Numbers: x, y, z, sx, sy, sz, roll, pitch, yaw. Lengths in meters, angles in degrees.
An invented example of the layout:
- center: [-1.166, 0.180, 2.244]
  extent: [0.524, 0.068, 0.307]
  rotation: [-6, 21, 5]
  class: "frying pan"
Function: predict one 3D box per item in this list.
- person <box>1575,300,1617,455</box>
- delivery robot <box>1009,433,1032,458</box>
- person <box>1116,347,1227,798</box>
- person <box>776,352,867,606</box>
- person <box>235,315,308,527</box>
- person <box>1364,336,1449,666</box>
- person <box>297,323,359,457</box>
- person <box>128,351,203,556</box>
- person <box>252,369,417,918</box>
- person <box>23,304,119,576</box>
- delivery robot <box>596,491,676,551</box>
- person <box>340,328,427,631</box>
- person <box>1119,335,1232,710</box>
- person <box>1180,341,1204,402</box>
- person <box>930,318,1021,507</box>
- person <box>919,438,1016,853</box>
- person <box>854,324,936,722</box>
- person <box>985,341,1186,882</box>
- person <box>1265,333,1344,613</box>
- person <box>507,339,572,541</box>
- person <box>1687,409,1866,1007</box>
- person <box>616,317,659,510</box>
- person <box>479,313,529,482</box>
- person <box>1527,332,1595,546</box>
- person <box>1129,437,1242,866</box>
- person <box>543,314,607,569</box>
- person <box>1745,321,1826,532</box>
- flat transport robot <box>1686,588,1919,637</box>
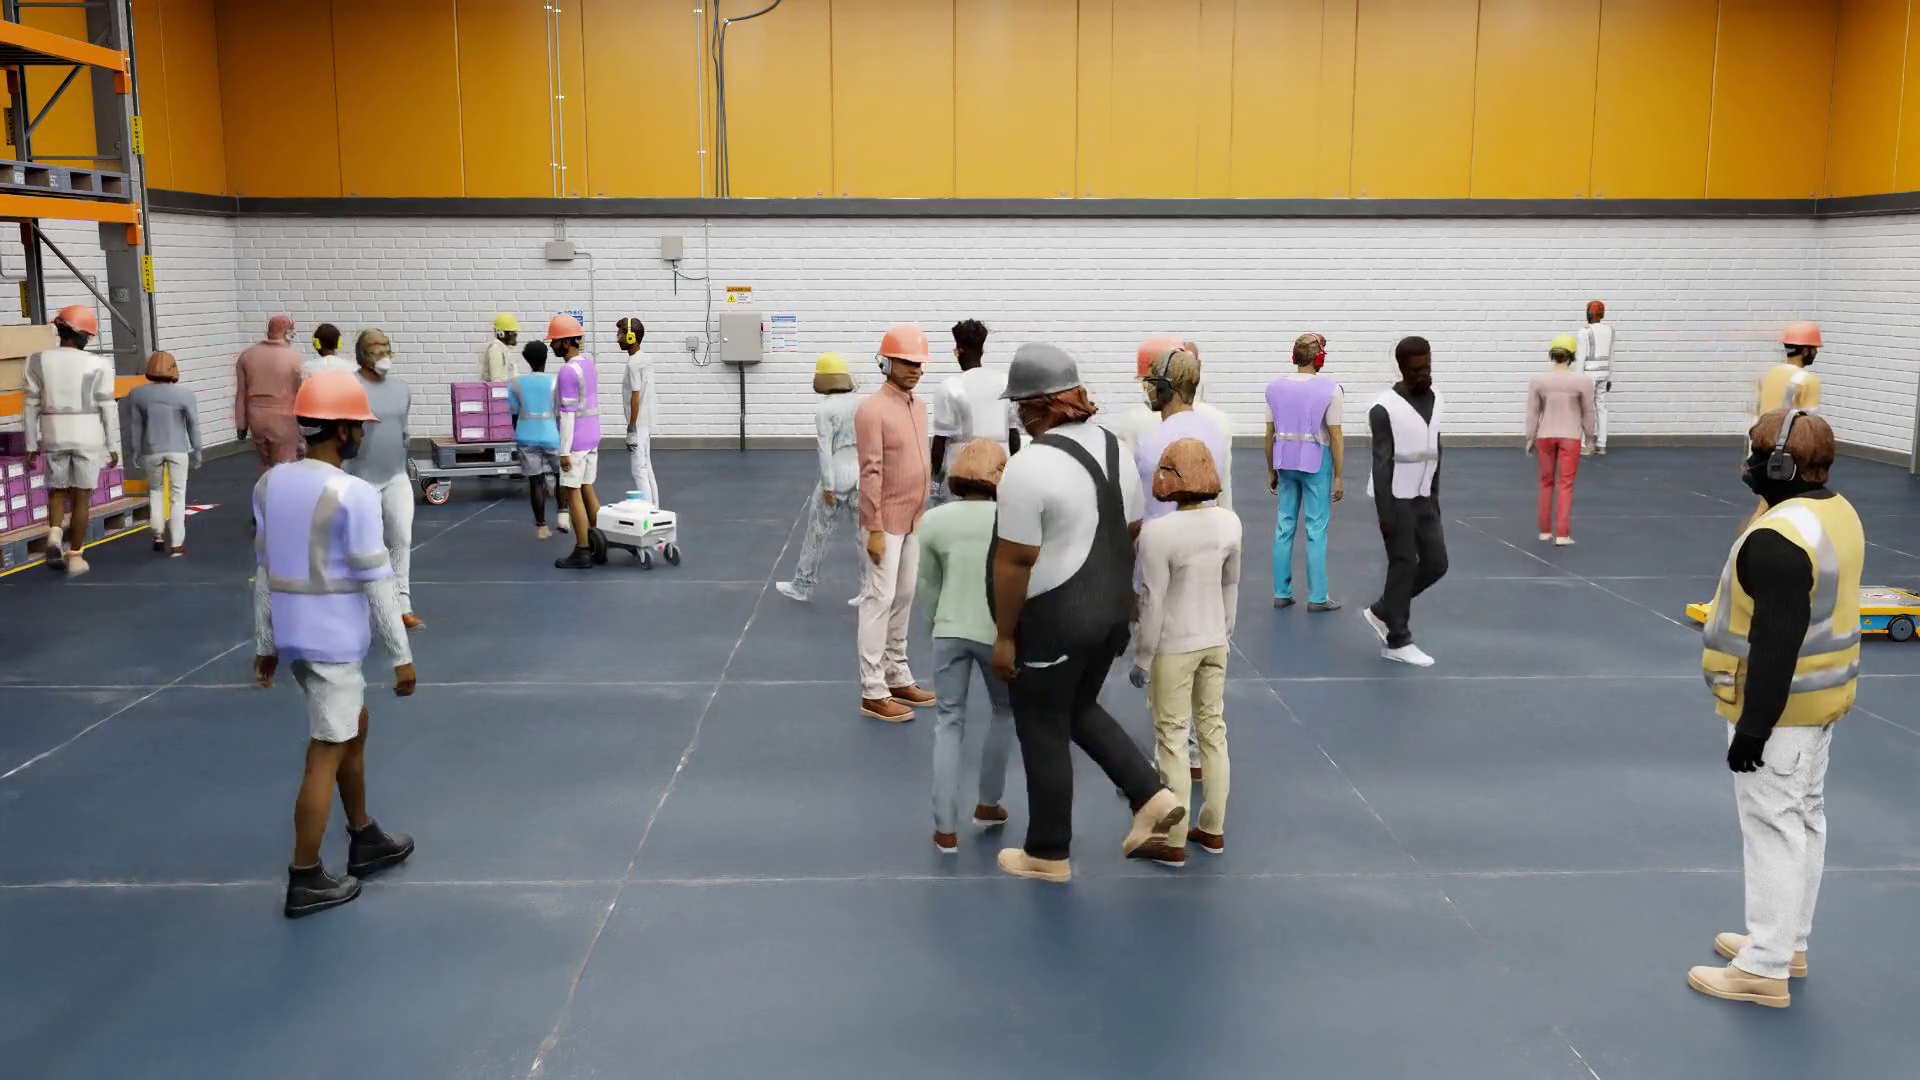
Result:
- center: [7.727, -1.974, 20.291]
  extent: [0.584, 1.882, 0.337]
  rotation: [-4, 10, -22]
  class: "person"
- center: [0.444, -1.065, 18.497]
  extent: [0.707, 0.478, 0.477]
  rotation: [-1, 9, -7]
  class: "delivery robot"
- center: [0.901, 0.152, 7.094]
  extent: [0.372, 1.940, 0.632]
  rotation: [6, 11, 31]
  class: "person"
- center: [-0.865, -0.404, 11.202]
  extent: [0.844, 1.706, 0.498]
  rotation: [8, 12, 39]
  class: "person"
- center: [-5.779, -0.966, 14.119]
  extent: [0.672, 1.882, 0.424]
  rotation: [2, 9, 12]
  class: "person"
- center: [2.542, -0.219, 9.490]
  extent: [0.630, 1.895, 0.455]
  rotation: [-8, 12, -40]
  class: "person"
- center: [-5.143, -0.867, 13.716]
  extent: [0.799, 1.830, 0.528]
  rotation: [8, 12, 41]
  class: "person"
- center: [-6.269, -0.678, 13.151]
  extent: [0.522, 1.618, 0.375]
  rotation: [-2, 10, -13]
  class: "person"
- center: [-2.172, 0.346, 5.972]
  extent: [0.585, 1.906, 0.789]
  rotation: [6, 11, 32]
  class: "person"
- center: [-6.517, -0.720, 12.208]
  extent: [0.631, 2.008, 0.529]
  rotation: [-2, 9, -12]
  class: "person"
- center: [-2.505, -0.131, 12.774]
  extent: [0.707, 0.478, 0.477]
  rotation: [8, 12, 40]
  class: "delivery robot"
- center: [-3.766, -0.378, 10.472]
  extent: [0.777, 1.915, 0.640]
  rotation: [5, 11, 30]
  class: "person"
- center: [1.067, -0.012, 8.059]
  extent: [0.620, 1.952, 0.837]
  rotation: [-5, 10, -26]
  class: "person"
- center: [2.093, -0.992, 15.072]
  extent: [0.658, 1.616, 0.523]
  rotation: [6, 11, 32]
  class: "person"
- center: [0.095, -0.439, 10.673]
  extent: [0.647, 1.951, 0.411]
  rotation: [-5, 11, -30]
  class: "person"
- center: [0.091, 0.403, 6.556]
  extent: [0.563, 1.594, 0.613]
  rotation: [3, 10, 18]
  class: "person"
- center: [-0.310, -0.094, 8.446]
  extent: [0.392, 1.990, 0.613]
  rotation: [4, 10, 26]
  class: "person"
- center: [0.405, 0.268, 6.066]
  extent: [0.685, 2.000, 0.702]
  rotation: [7, 12, 37]
  class: "person"
- center: [2.271, -0.441, 11.007]
  extent: [0.563, 1.847, 0.390]
  rotation: [7, 12, 39]
  class: "person"
- center: [-3.496, -0.825, 13.878]
  extent: [0.535, 1.677, 0.389]
  rotation: [-1, 9, -4]
  class: "person"
- center: [2.523, 0.516, 5.158]
  extent: [0.430, 1.845, 0.624]
  rotation: [8, 12, 41]
  class: "person"
- center: [-2.735, -0.950, 14.095]
  extent: [0.315, 1.860, 0.510]
  rotation: [0, 9, 0]
  class: "person"
- center: [-4.880, -1.509, 17.739]
  extent: [0.624, 1.796, 0.601]
  rotation: [-2, 9, -12]
  class: "person"
- center: [4.957, -0.837, 13.738]
  extent: [0.527, 1.769, 0.356]
  rotation: [7, 11, 36]
  class: "person"
- center: [0.857, 0.425, 6.351]
  extent: [0.500, 1.633, 0.281]
  rotation: [-7, 12, -37]
  class: "person"
- center: [-2.933, -0.740, 12.610]
  extent: [0.390, 1.927, 0.551]
  rotation: [1, 9, 8]
  class: "person"
- center: [6.091, -0.644, 12.141]
  extent: [1.016, 1.877, 0.576]
  rotation: [-2, 9, -9]
  class: "person"
- center: [5.395, 0.445, 10.393]
  extent: [1.431, 0.197, 0.652]
  rotation: [0, 9, -1]
  class: "flat transport robot"
